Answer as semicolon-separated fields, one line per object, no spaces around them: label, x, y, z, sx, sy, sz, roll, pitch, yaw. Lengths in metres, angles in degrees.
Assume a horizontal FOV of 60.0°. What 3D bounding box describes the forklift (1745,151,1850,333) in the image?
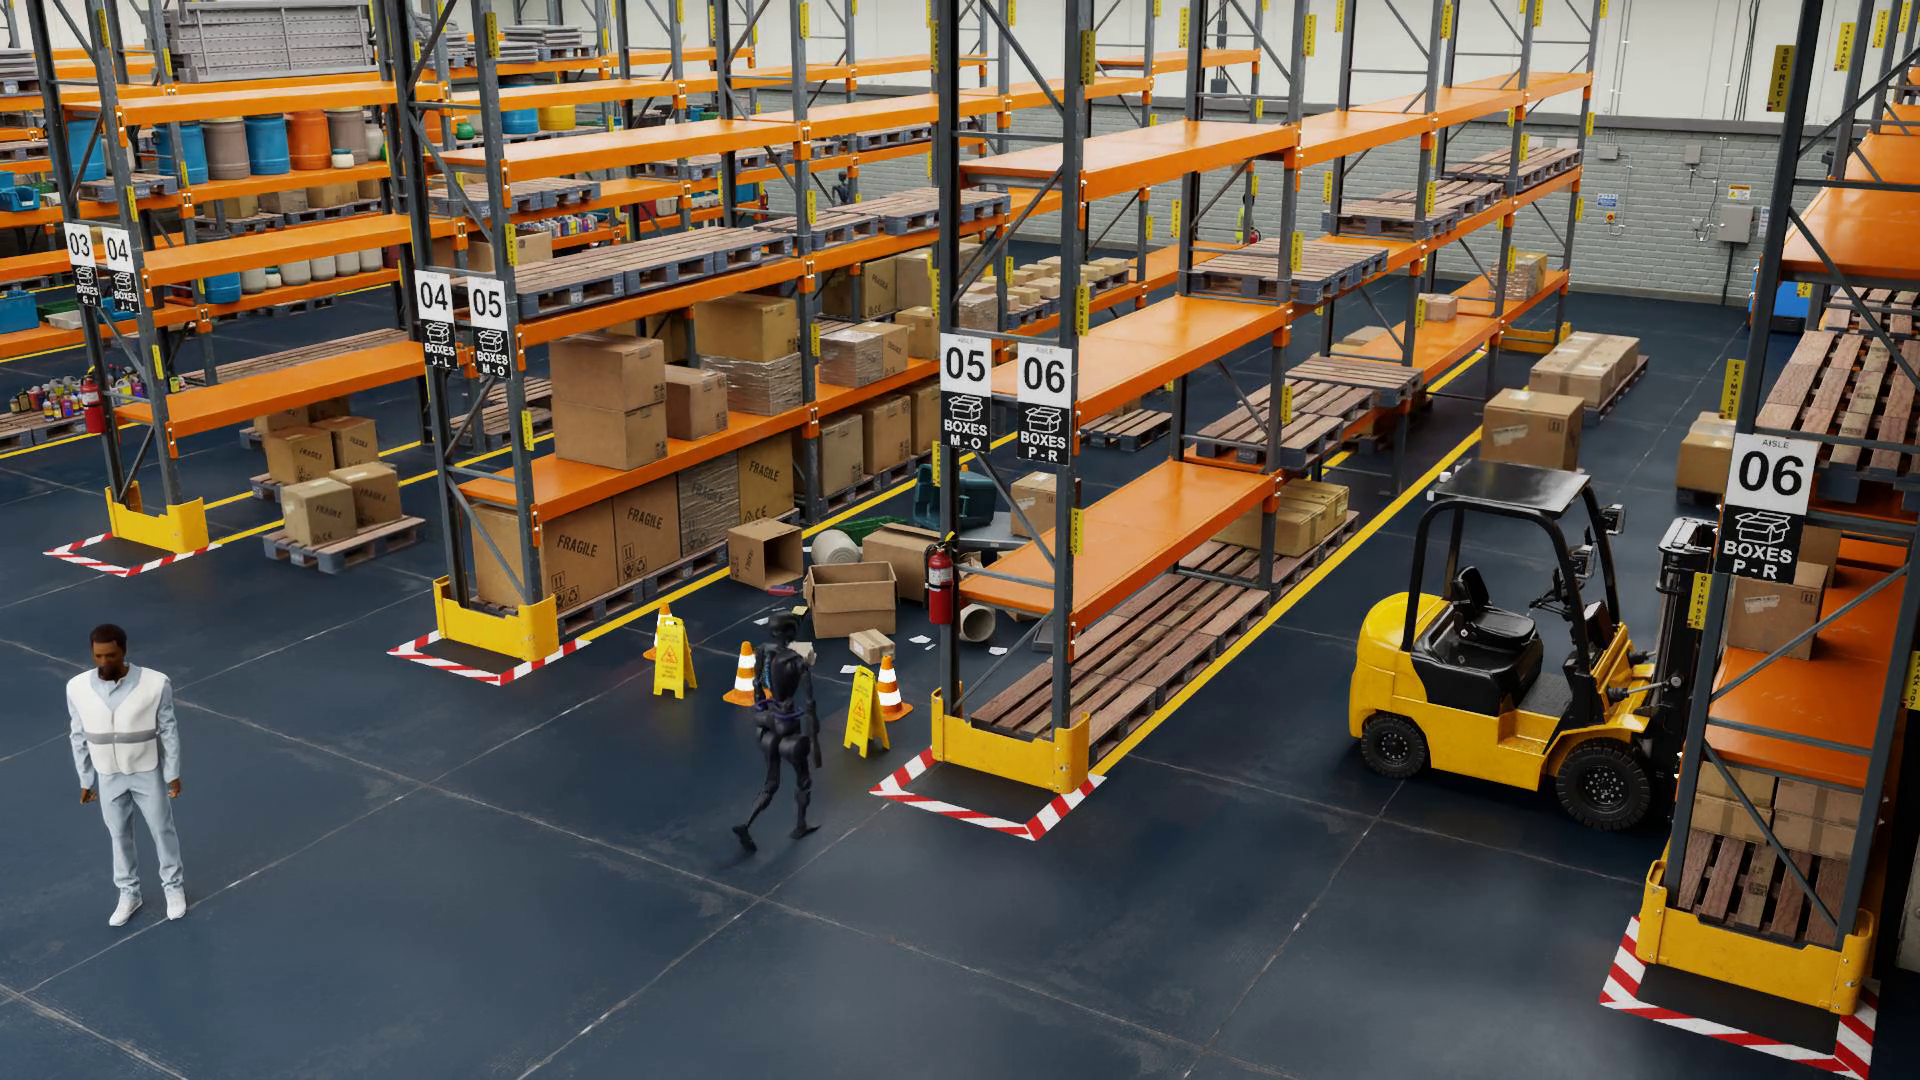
forklift;13.620;-4.667;26.137;1.873;2.768;1.129;11;22;29

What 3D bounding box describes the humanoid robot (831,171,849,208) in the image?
humanoid robot;-2.307;-6.626;33.619;0.611;1.640;0.427;-10;21;-26

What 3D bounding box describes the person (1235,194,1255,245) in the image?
person;5.192;-5.492;30.322;0.321;1.686;0.537;-2;19;-5

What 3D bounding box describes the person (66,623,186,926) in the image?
person;-5.010;1.398;10.049;0.591;1.922;0.393;-4;20;-12

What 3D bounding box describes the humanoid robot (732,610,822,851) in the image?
humanoid robot;-1.204;1.248;10.881;0.612;1.628;0.652;16;25;38

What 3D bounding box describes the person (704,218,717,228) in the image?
person;-5.239;-7.064;34.866;0.489;1.688;0.346;-6;20;-16

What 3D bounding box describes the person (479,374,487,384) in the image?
person;-6.825;-3.025;23.095;0.576;1.740;0.431;8;21;23

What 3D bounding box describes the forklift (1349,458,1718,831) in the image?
forklift;3.988;0.658;11.776;2.313;2.155;1.214;11;22;29

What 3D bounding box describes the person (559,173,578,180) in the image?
person;-8.422;-7.345;35.541;0.828;1.763;0.565;12;22;31
